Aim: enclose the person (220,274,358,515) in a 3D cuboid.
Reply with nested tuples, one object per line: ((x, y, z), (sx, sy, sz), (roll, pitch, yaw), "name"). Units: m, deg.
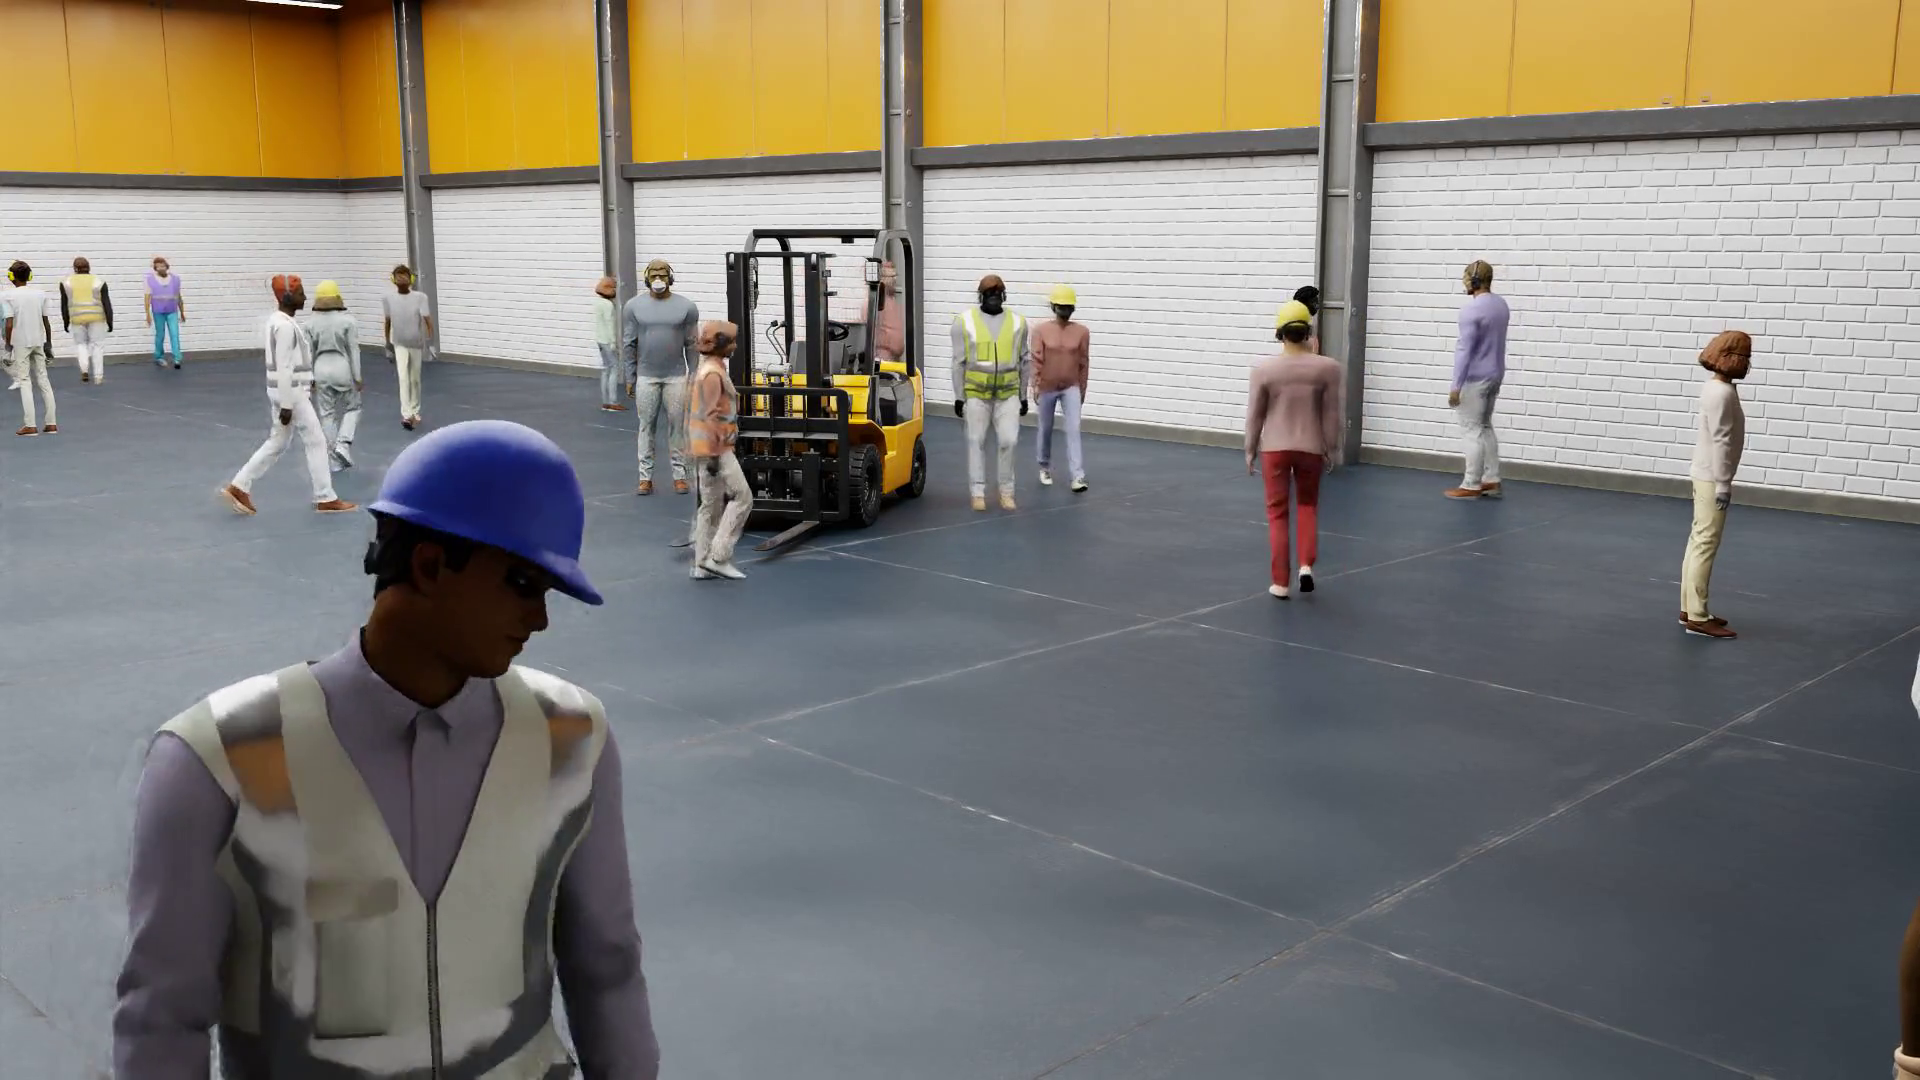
((-5.187, -1.096, 12.679), (0.908, 1.855, 0.579), (-6, 12, -29), "person")

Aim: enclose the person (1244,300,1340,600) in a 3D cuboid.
((1.934, -0.523, 9.752), (0.545, 1.754, 0.364), (0, 10, -1), "person")

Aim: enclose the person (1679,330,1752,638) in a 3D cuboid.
((4.060, -0.305, 8.921), (0.285, 1.632, 0.498), (3, 11, 17), "person")

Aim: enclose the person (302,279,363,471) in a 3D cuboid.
((-5.664, -1.484, 15.055), (0.503, 1.731, 0.379), (0, 10, -2), "person")

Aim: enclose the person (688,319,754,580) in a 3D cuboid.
((-1.477, -0.541, 10.246), (0.419, 1.618, 0.516), (-3, 11, -14), "person")

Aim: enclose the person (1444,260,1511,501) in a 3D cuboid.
((4.176, -1.276, 13.383), (0.642, 1.937, 0.367), (-10, 14, -43), "person")

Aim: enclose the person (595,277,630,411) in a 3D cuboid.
((-4.263, -2.385, 20.280), (0.323, 1.628, 0.520), (-5, 12, -26), "person")

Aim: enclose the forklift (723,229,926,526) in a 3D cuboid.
((-1.050, -1.319, 12.920), (1.214, 2.155, 2.313), (2, 11, 13), "forklift")

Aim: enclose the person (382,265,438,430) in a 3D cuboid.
((-6.077, -2.131, 18.396), (0.543, 1.803, 1.005), (-3, 11, -17), "person")

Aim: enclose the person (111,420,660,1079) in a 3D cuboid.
((-0.704, 0.807, 2.132), (0.691, 1.906, 0.398), (-7, 13, -34), "person")

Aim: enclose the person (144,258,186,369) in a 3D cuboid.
((-12.777, -3.644, 26.744), (0.630, 1.778, 0.985), (-8, 13, -38), "person")

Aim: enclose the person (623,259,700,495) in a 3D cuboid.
((-2.456, -1.338, 13.717), (0.627, 1.940, 0.372), (-2, 11, -10), "person")

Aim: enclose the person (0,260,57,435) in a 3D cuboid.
((-9.975, -2.050, 17.794), (0.309, 1.868, 0.535), (6, 12, 31), "person")

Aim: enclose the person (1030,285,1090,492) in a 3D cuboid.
((0.834, -1.273, 13.966), (0.530, 1.719, 0.899), (-2, 10, -8), "person")

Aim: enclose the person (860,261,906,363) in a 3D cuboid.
((-0.789, -1.748, 16.108), (0.749, 1.886, 0.650), (4, 11, 20), "person")

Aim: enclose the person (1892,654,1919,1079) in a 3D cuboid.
((2.455, 0.411, 3.893), (0.388, 2.045, 0.605), (8, 13, 38), "person")

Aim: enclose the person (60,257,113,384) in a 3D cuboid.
((-12.514, -3.144, 23.877), (0.660, 1.823, 0.454), (-4, 11, -19), "person")

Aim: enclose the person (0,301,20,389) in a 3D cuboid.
((-13.294, -2.835, 22.849), (0.498, 1.584, 0.890), (6, 12, 30), "person")

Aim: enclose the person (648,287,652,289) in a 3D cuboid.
((-3.607, -2.376, 19.968), (0.537, 1.712, 0.897), (-5, 11, -24), "person")

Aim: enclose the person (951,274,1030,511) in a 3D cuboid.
((0.239, -1.139, 12.931), (0.633, 1.842, 0.429), (-2, 11, -10), "person")

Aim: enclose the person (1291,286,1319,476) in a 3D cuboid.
((3.032, -1.421, 14.860), (0.321, 1.691, 0.531), (4, 11, 20), "person")
